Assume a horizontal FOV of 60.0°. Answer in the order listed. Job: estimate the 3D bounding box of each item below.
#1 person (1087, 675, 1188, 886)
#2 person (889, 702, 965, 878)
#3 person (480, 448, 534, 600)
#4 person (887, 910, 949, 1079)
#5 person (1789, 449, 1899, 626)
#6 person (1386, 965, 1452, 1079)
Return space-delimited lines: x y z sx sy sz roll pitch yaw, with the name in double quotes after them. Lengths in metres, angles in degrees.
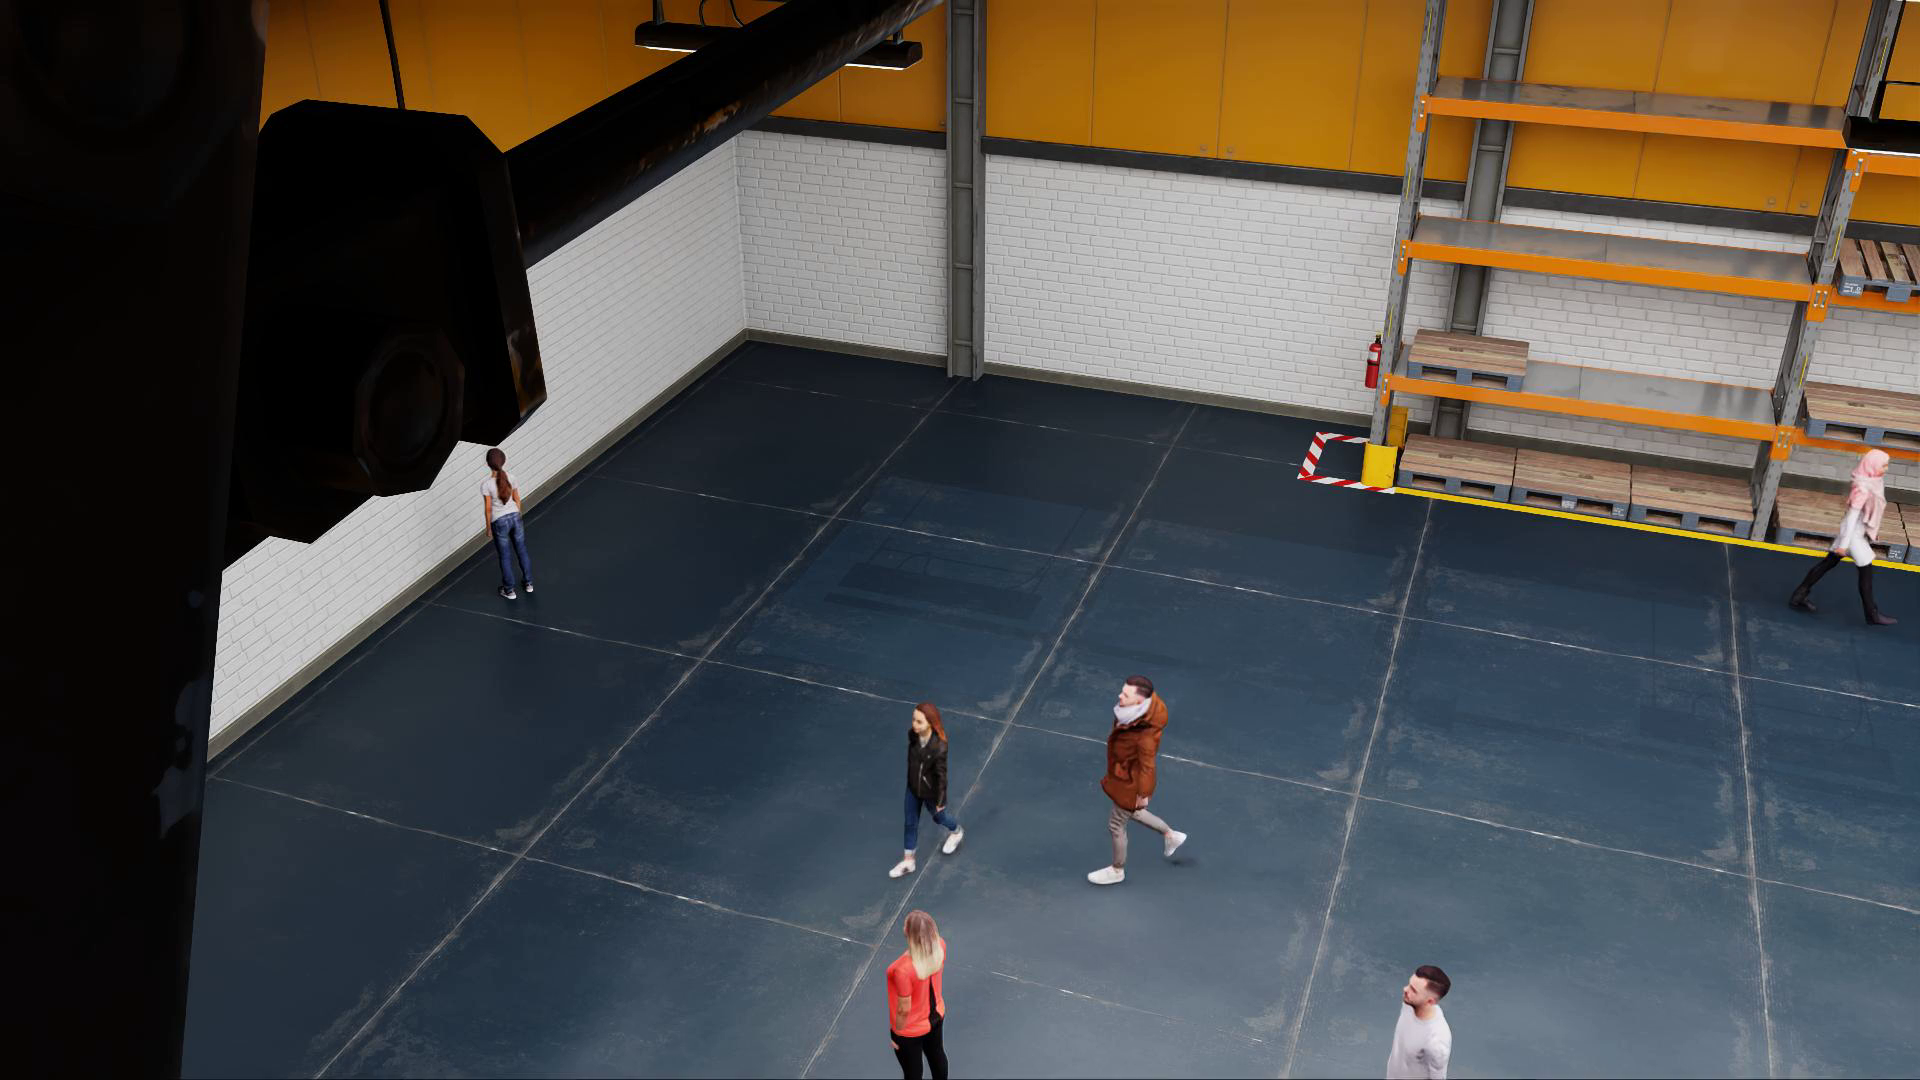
1.344 1.758 12.307 1.119 1.818 0.935 -2 29 -3 "person"
-0.201 1.837 12.542 0.975 1.454 0.862 23 36 36 "person"
-4.408 -0.182 16.131 0.624 1.562 0.660 -20 35 -32 "person"
-0.245 2.957 10.239 0.619 1.694 0.650 20 34 32 "person"
8.314 -0.038 15.669 1.201 1.752 0.766 15 32 25 "person"
2.619 3.187 9.665 0.722 1.839 0.759 -3 29 -6 "person"
